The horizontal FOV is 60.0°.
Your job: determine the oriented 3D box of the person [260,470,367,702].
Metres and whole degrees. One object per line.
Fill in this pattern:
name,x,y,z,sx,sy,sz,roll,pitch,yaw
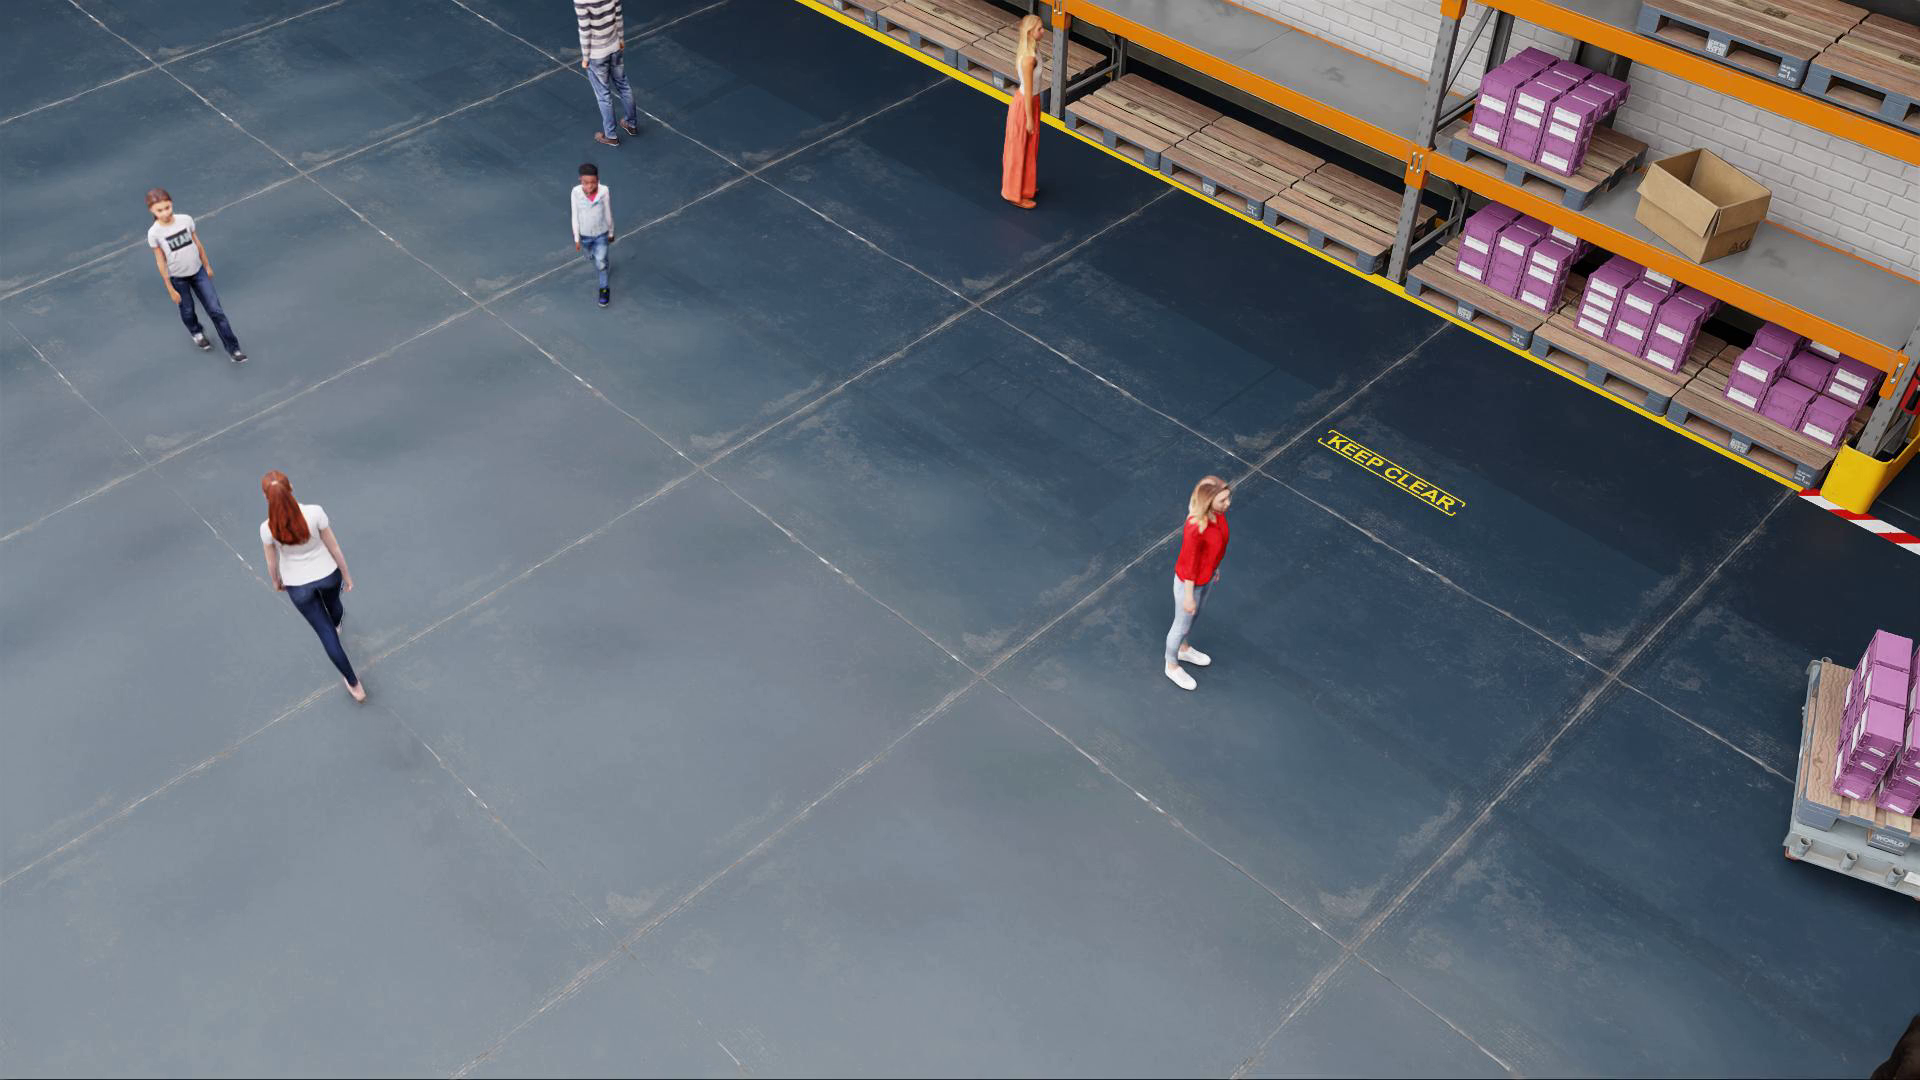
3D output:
person,-4.073,0.330,10.549,0.778,1.686,1.193,-23,48,-23

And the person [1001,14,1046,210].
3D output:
person,0.592,-3.837,14.839,0.763,1.801,0.731,7,44,7

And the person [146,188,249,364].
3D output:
person,-6.206,-2.138,13.260,0.581,1.520,1.024,-33,52,-29

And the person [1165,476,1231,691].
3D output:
person,1.511,0.241,10.629,0.594,1.704,0.665,22,48,21

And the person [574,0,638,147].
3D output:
person,-3.351,-4.615,15.619,0.523,1.852,0.656,32,52,29

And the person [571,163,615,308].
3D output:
person,-3.071,-2.638,13.986,0.813,1.241,0.881,0,44,0
